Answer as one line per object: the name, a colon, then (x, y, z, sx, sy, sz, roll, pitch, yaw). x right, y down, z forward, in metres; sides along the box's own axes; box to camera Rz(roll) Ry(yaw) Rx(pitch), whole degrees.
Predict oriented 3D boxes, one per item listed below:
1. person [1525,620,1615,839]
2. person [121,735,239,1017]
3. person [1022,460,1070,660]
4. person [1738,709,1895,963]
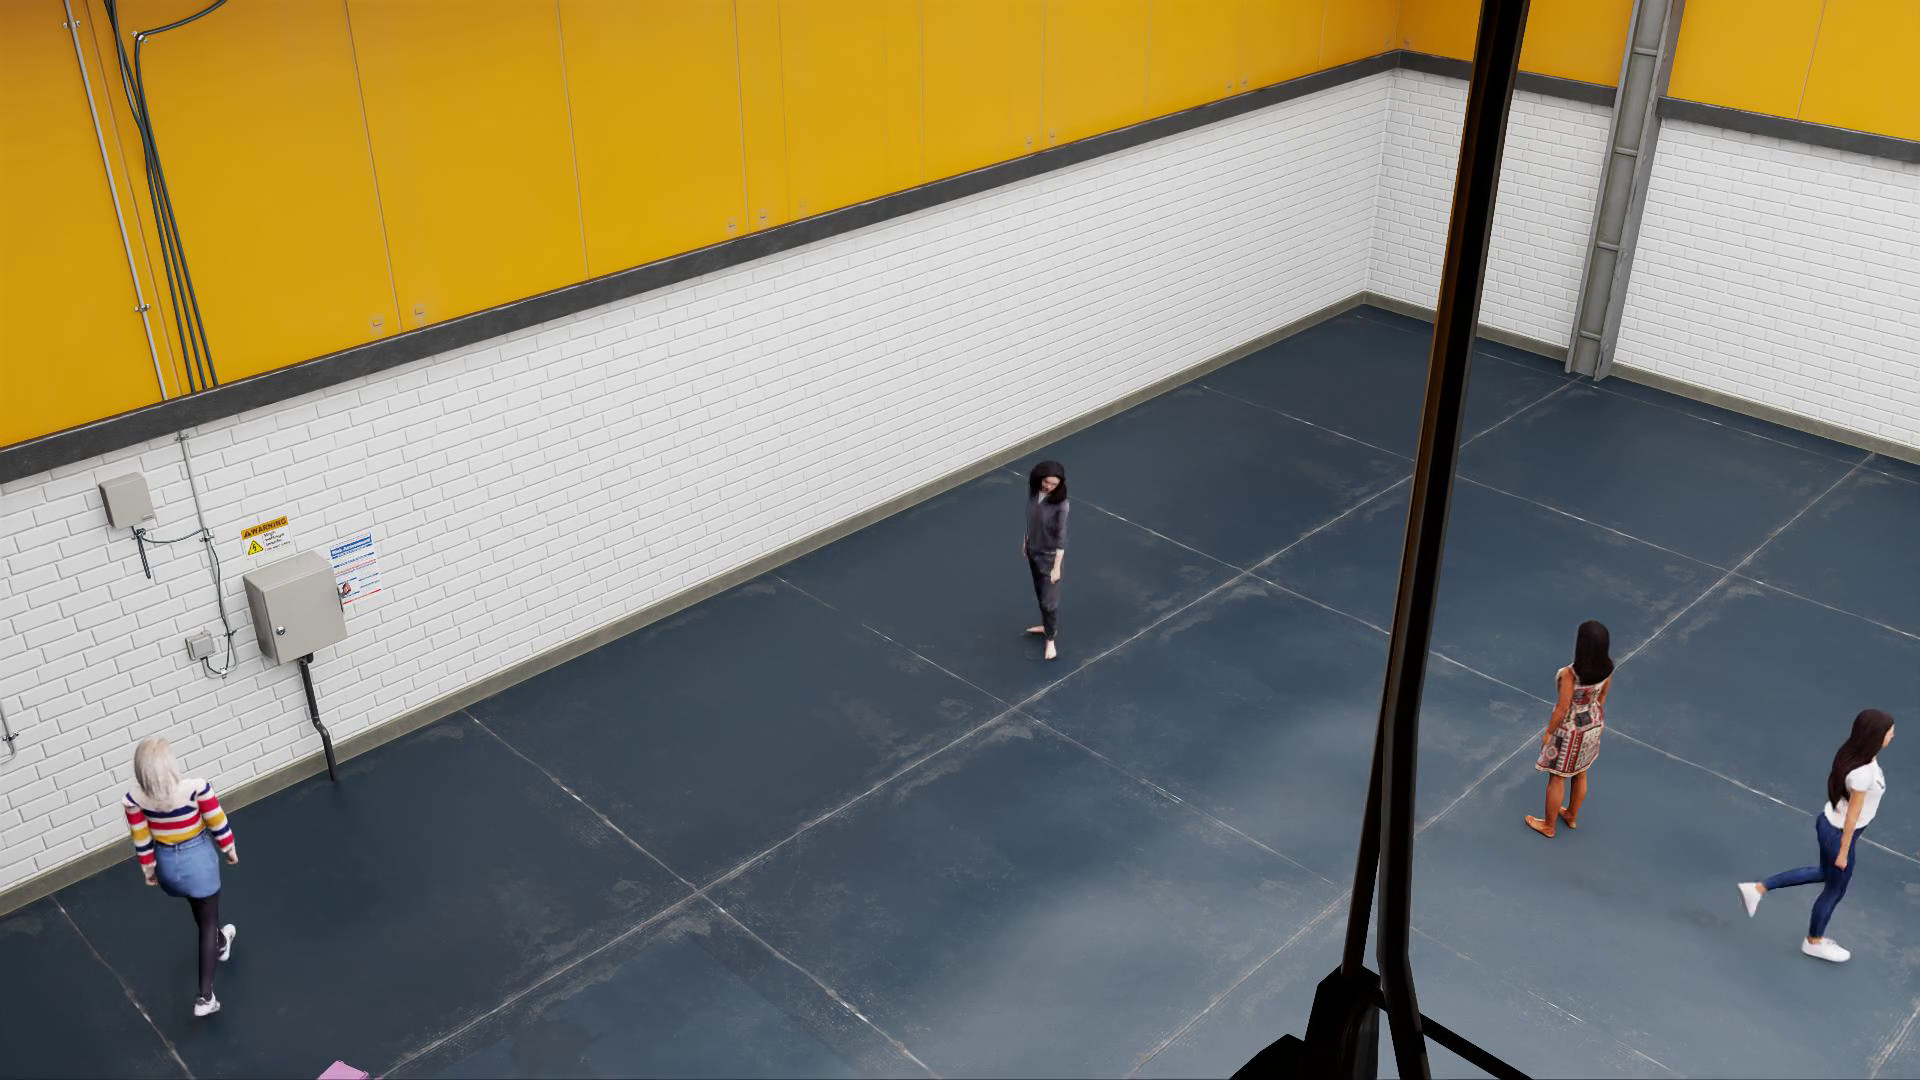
person: (4.084, 1.248, 11.046, 0.710, 1.645, 0.646, -13, 31, -23)
person: (-4.486, 1.945, 9.628, 1.083, 1.779, 1.225, -4, 29, -7)
person: (0.684, 0.110, 13.046, 0.792, 1.728, 0.597, -12, 31, -20)
person: (5.173, 1.757, 9.991, 1.006, 1.762, 0.791, 13, 31, 22)
